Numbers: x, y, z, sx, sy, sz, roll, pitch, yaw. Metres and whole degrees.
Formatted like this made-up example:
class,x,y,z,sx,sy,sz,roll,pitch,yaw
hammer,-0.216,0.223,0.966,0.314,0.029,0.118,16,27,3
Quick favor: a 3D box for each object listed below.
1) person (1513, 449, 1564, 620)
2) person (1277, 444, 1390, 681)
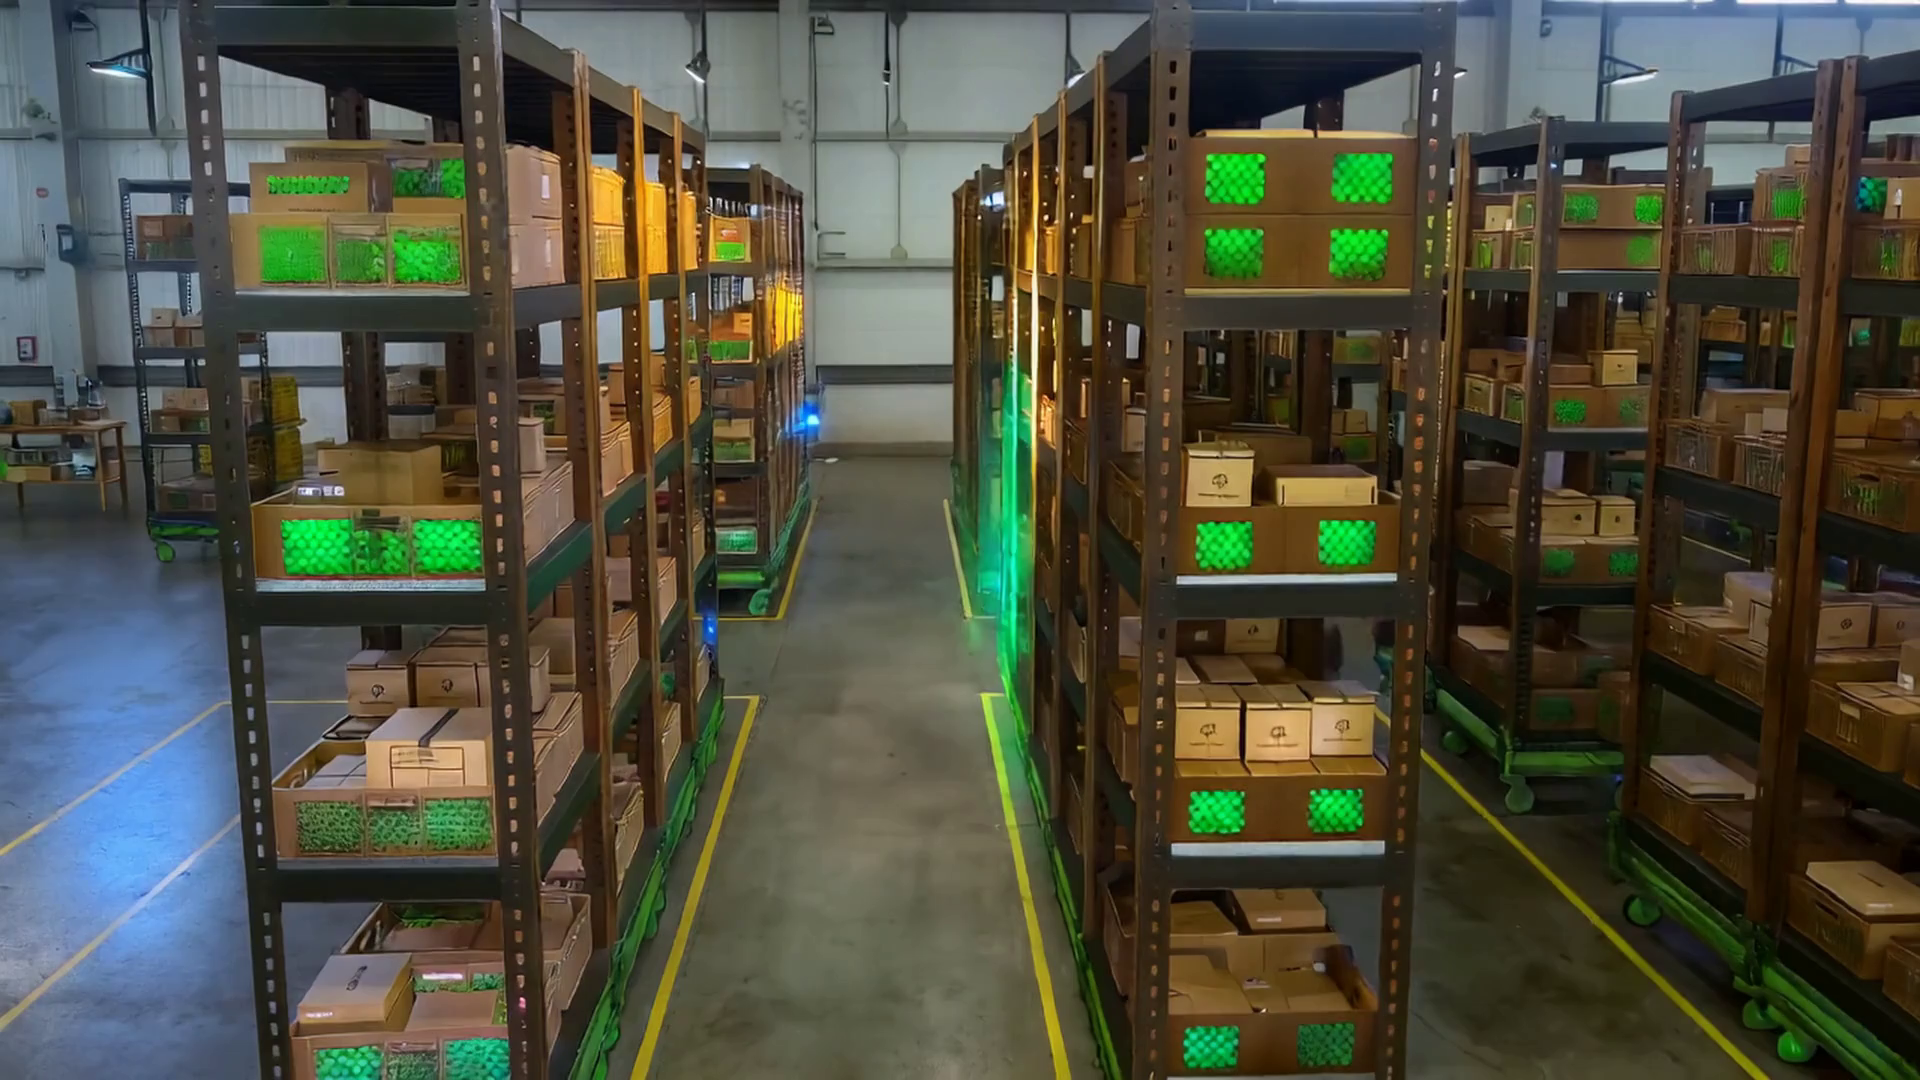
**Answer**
class,x,y,z,sx,sy,sz,roll,pitch,yaw
person,4.438,-0.217,13.120,0.897,1.789,0.619,-1,10,-3
person,2.040,0.403,9.324,0.618,1.895,1.027,-1,10,-7
